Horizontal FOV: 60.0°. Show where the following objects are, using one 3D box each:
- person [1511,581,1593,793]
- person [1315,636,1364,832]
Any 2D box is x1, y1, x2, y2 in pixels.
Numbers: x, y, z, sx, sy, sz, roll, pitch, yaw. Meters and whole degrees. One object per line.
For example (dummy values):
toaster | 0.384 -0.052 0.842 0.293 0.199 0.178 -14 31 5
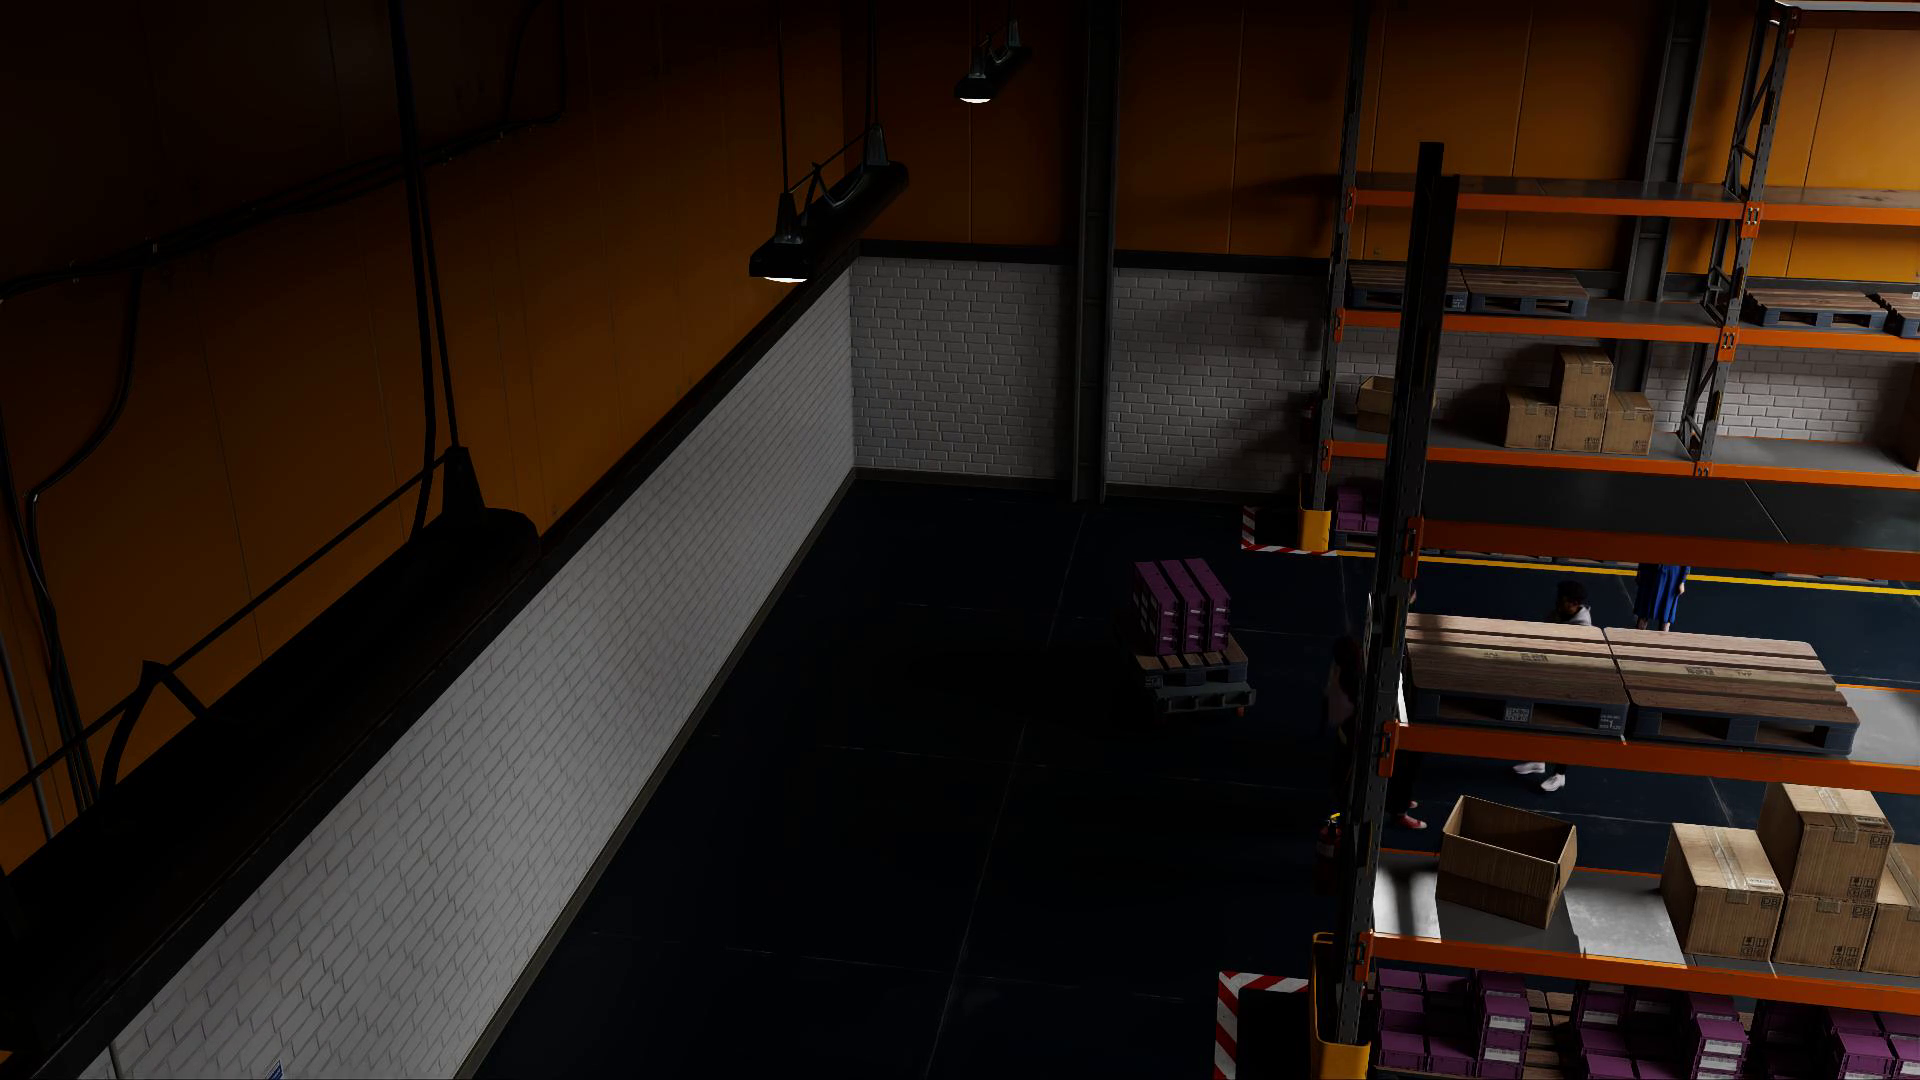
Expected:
person | 5.077 1.200 14.054 0.784 1.926 0.767 -11 26 -23
person | 3.218 1.566 13.423 0.761 1.761 0.743 -9 25 -20
